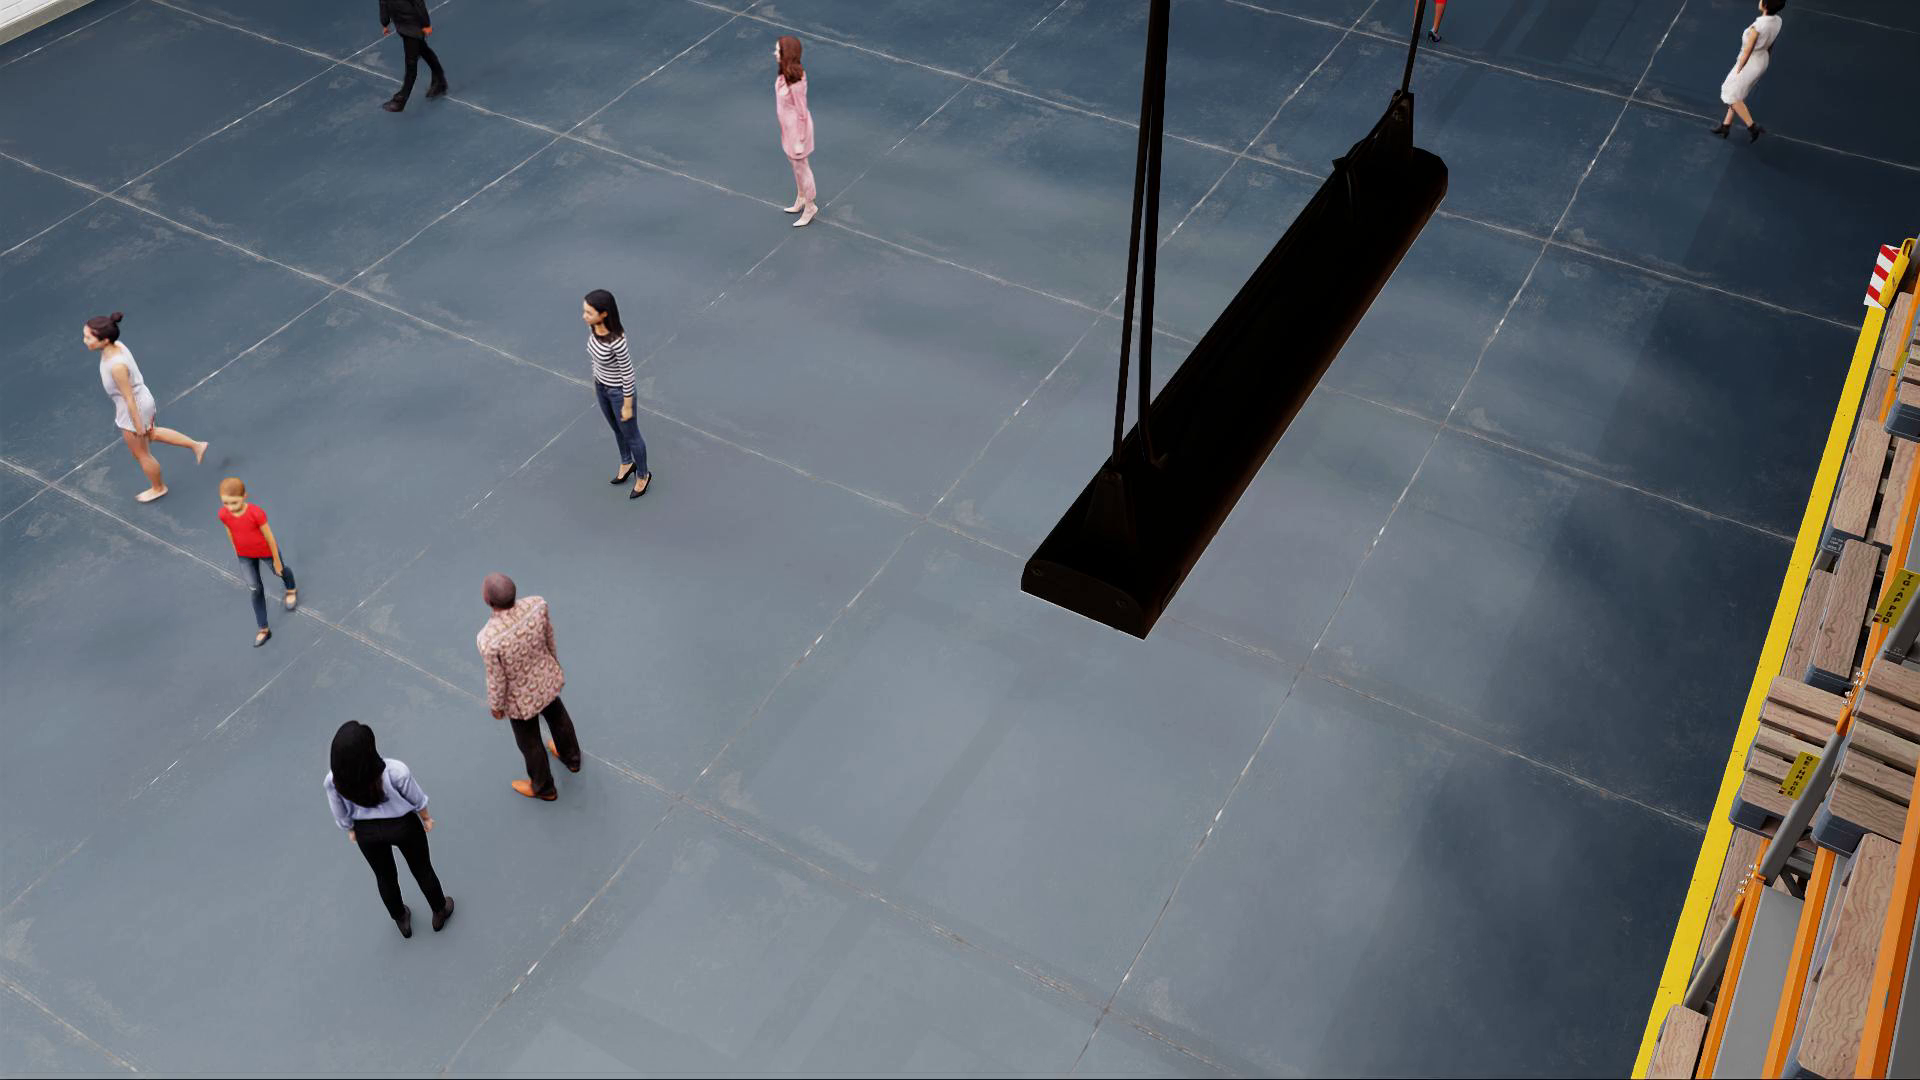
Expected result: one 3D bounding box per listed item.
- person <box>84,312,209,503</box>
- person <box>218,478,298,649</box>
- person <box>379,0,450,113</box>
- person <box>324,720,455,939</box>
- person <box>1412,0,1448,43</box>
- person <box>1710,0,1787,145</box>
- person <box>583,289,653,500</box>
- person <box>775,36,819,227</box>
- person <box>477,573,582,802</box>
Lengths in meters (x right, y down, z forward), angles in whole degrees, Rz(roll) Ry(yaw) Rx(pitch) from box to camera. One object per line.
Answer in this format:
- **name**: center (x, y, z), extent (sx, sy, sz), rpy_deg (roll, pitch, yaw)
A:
- **person**: center (-5.941, -0.993, 12.114), extent (0.936, 1.589, 0.817), rpy_deg (-20, 47, -20)
- **person**: center (-4.731, 0.032, 11.261), extent (0.779, 1.283, 0.934), rpy_deg (-1, 44, -1)
- **person**: center (-5.359, -5.109, 16.334), extent (0.716, 1.728, 1.107), rpy_deg (27, 50, 25)
- **person**: center (-3.189, 1.617, 9.263), extent (0.733, 1.743, 0.777), rpy_deg (-8, 44, -8)
- **person**: center (4.990, -6.032, 17.292), extent (0.578, 1.744, 0.512), rpy_deg (25, 49, 24)
- **person**: center (7.554, -4.444, 15.774), extent (0.857, 1.539, 0.833), rpy_deg (-23, 48, -23)
- **person**: center (-2.483, -1.060, 12.035), extent (0.582, 1.797, 0.632), rpy_deg (-32, 52, -29)
- **person**: center (-1.439, -3.626, 14.724), extent (0.733, 1.802, 0.684), rpy_deg (-13, 45, -13)
- **person**: center (-2.591, 0.876, 9.995), extent (0.744, 1.807, 0.537), rpy_deg (24, 49, 23)
